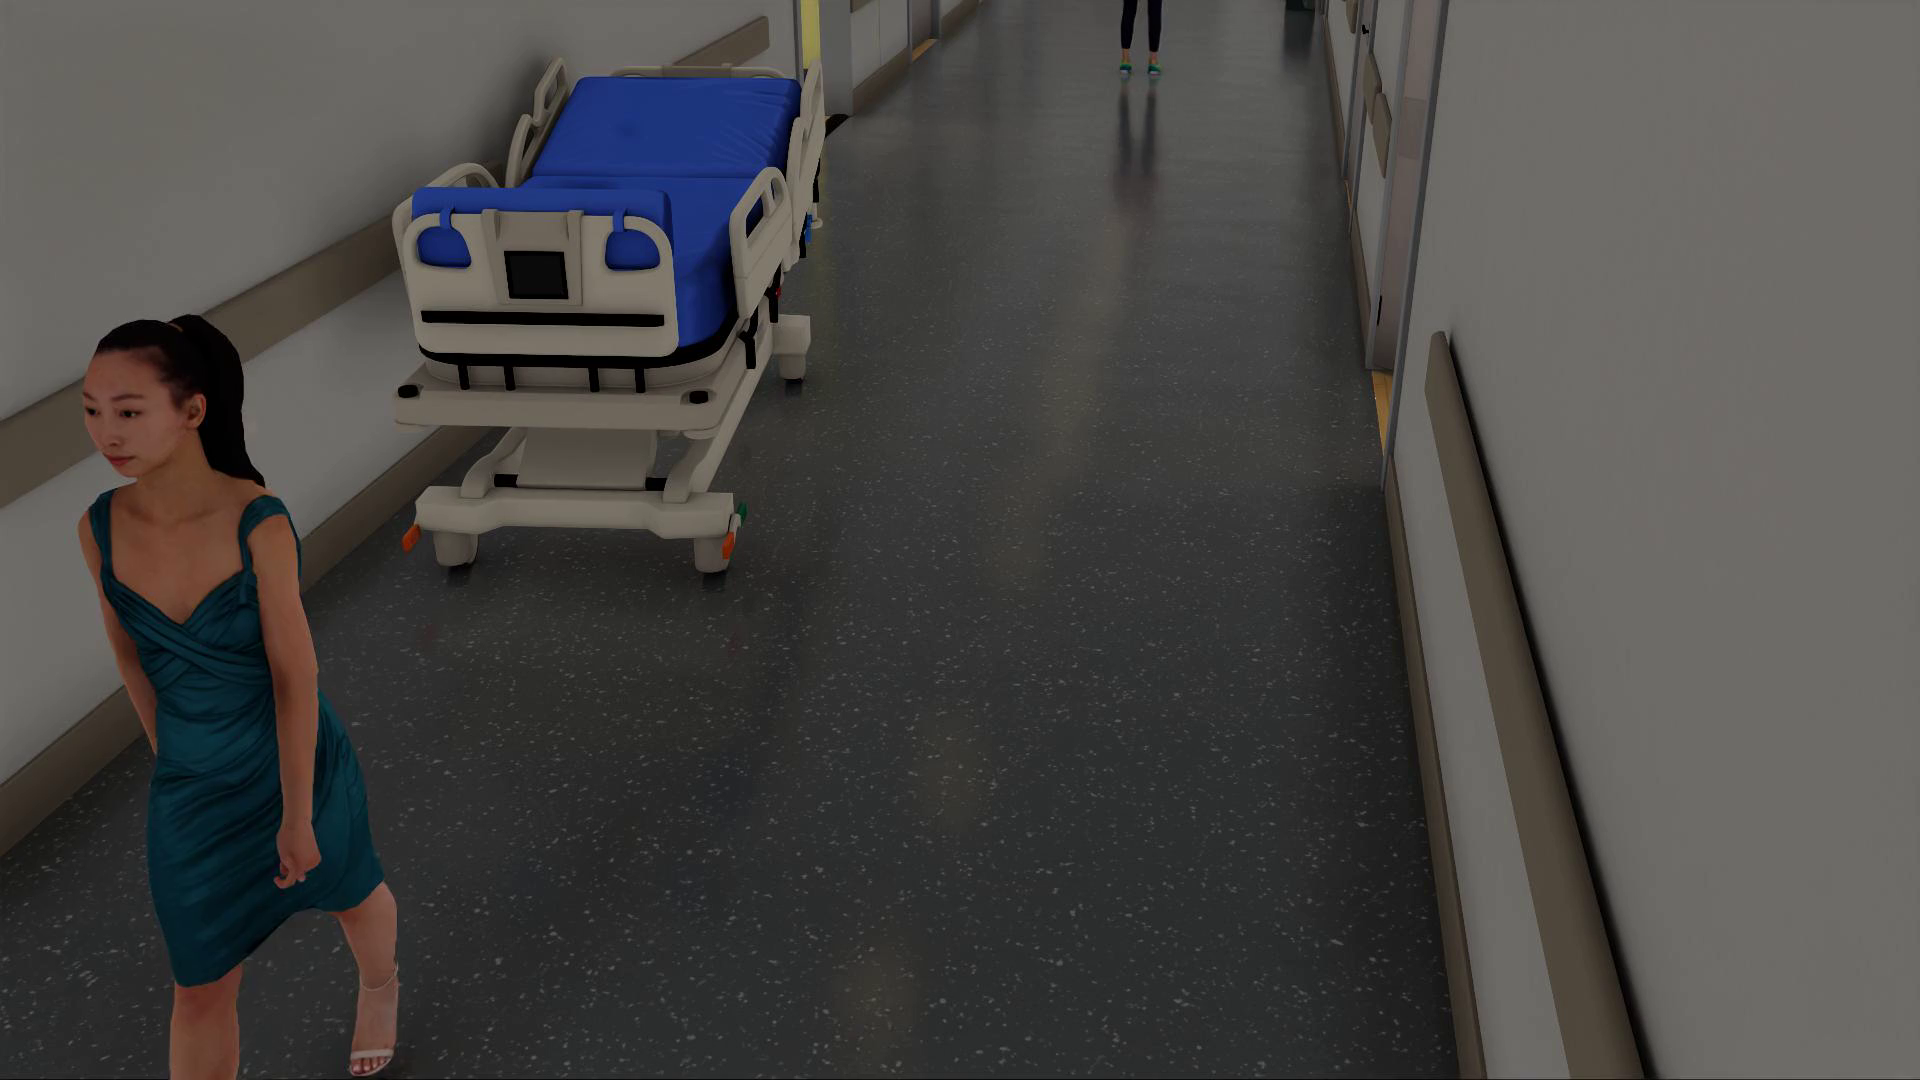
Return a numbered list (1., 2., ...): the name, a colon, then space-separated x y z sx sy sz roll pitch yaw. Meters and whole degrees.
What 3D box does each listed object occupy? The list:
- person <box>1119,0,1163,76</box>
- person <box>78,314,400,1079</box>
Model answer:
1. person: 1.477 -4.616 13.316 0.477 1.702 0.651 6 26 12
2. person: -1.212 0.399 2.987 0.983 1.640 0.703 1 26 2
